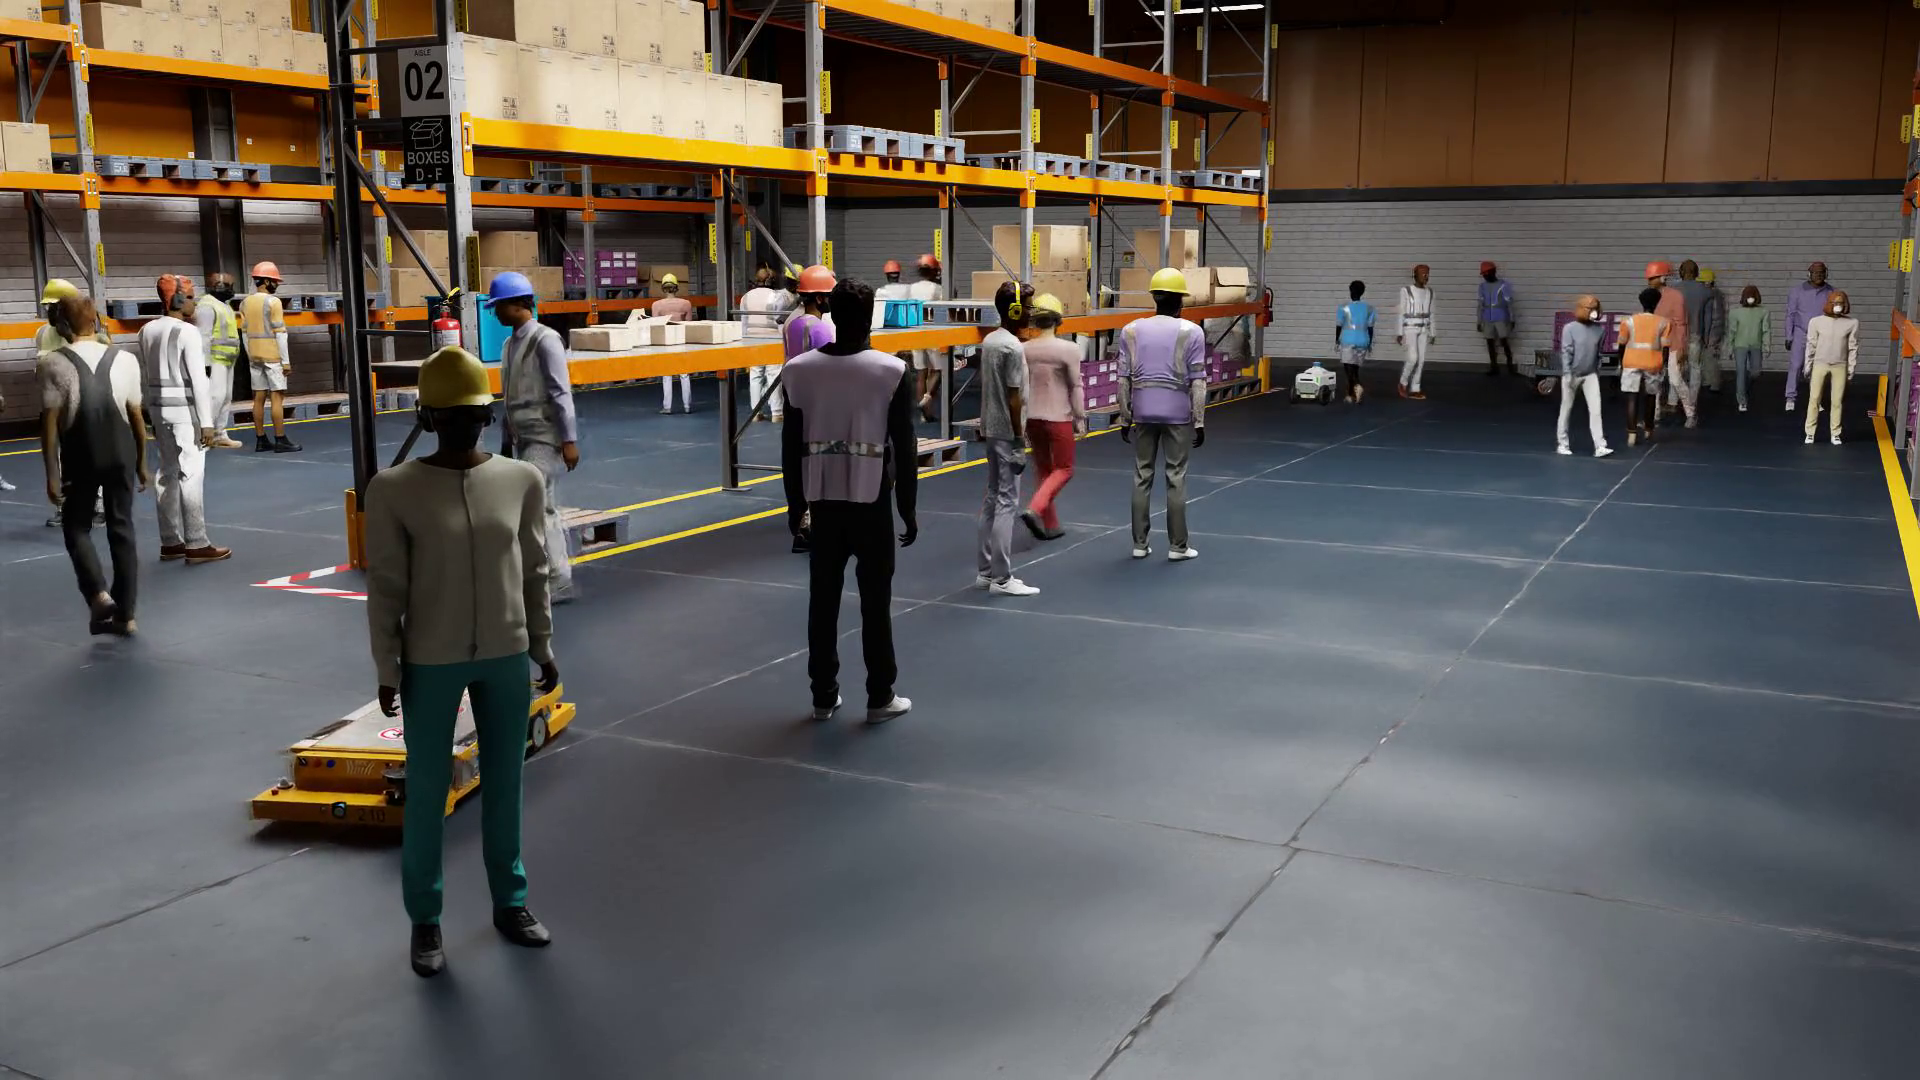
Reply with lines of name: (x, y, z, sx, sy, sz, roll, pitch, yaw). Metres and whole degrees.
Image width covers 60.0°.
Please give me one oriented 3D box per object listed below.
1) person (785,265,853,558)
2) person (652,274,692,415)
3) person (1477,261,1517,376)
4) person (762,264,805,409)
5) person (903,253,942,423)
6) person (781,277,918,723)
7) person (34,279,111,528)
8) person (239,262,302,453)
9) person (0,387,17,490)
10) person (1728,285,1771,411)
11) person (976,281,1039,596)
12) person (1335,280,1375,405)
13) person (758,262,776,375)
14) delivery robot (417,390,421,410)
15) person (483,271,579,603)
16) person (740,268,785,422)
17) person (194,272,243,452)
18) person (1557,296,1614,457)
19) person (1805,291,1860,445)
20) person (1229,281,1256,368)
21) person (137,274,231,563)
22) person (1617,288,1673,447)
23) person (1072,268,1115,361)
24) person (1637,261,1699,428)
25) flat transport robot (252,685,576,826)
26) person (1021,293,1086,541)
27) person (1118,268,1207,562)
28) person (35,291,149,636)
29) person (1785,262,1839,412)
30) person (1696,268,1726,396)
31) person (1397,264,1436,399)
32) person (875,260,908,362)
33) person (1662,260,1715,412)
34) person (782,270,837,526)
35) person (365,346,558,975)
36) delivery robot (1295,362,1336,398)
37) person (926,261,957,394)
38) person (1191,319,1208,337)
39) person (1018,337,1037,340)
person: (-0.953, -0.849, 11.086, 0.360, 1.939, 0.543, -6, 11, -30)
person: (-3.603, -2.447, 20.857, 0.522, 1.761, 0.327, -4, 11, -24)
person: (8.805, -3.625, 27.306, 0.644, 1.889, 0.608, -9, 13, -42)
person: (-2.174, -2.486, 20.707, 0.643, 1.885, 0.644, 2, 10, 12)
person: (-0.399, -2.372, 19.667, 0.606, 2.028, 0.501, 5, 11, 25)
person: (-0.472, -0.162, 7.167, 0.600, 1.917, 0.376, 3, 10, 15)
person: (-6.536, -0.997, 12.250, 0.601, 1.830, 0.403, 2, 10, 10)
person: (-7.013, -1.847, 16.892, 0.542, 1.930, 0.374, 5, 11, 25)
person: (-8.236, -1.194, 13.778, 0.489, 1.714, 0.884, 3, 10, 15)
person: (10.149, -2.479, 21.435, 0.510, 1.615, 0.619, 2, 10, 10)
person: (0.281, -0.592, 9.836, 0.311, 1.860, 0.503, -4, 10, -20)
person: (5.266, -2.587, 22.086, 0.530, 1.629, 0.782, -2, 10, -10)
person: (-3.218, -3.663, 27.579, 0.329, 1.872, 0.510, -6, 11, -30)
delivery robot: (-6.007, -1.660, 19.512, 0.707, 0.478, 0.477, 4, 11, 22)
person: (-2.481, -0.570, 9.552, 0.535, 1.913, 0.635, -8, 13, -39)
person: (-2.318, -2.327, 19.932, 0.624, 1.841, 0.430, 5, 11, 28)
person: (-7.652, -1.831, 17.106, 0.480, 1.823, 0.662, -1, 10, -5)
person: (6.188, -1.599, 16.437, 0.502, 1.594, 0.823, -1, 10, -8)
person: (9.209, -1.817, 17.596, 0.497, 1.629, 0.277, 4, 10, 20)
person: (4.338, -3.271, 26.050, 0.633, 1.605, 0.533, 2, 10, 10)
person: (-5.111, -0.789, 10.899, 0.582, 1.882, 0.338, 6, 11, 30)
person: (7.236, -1.832, 17.627, 0.539, 1.640, 0.896, 4, 11, 21)
person: (1.833, -2.843, 22.943, 0.626, 1.836, 0.428, 0, 10, -2)
person: (8.235, -2.255, 19.267, 0.799, 1.937, 0.626, -4, 10, -20)
flat transport robot: (-2.065, 0.781, 6.474, 0.652, 0.197, 1.431, 1, 10, 8)
person: (0.603, -0.838, 11.567, 0.553, 1.740, 0.560, 7, 12, 35)
person: (1.335, -0.819, 10.954, 0.591, 1.922, 0.380, 5, 11, 26)
person: (-4.497, -0.378, 8.685, 0.535, 1.827, 0.449, -9, 13, -41)
person: (10.883, -2.588, 21.247, 0.639, 1.909, 0.406, 2, 10, 12)
person: (10.590, -2.928, 23.514, 0.516, 1.800, 0.609, 6, 11, 31)
person: (6.322, -2.862, 22.959, 0.600, 1.860, 0.415, -4, 11, -22)
person: (-0.906, -2.884, 22.913, 0.566, 1.919, 0.515, -2, 10, -13)
person: (9.246, -2.593, 21.198, 0.628, 1.935, 0.373, 0, 10, 1)
person: (-1.004, -1.001, 12.067, 0.401, 1.904, 0.651, -8, 12, -38)
person: (-1.397, 0.336, 4.727, 0.533, 1.767, 0.323, -7, 12, -36)
delivery robot: (4.767, -2.136, 22.267, 0.477, 0.478, 0.707, 6, 11, 32)
person: (-0.323, -3.028, 23.687, 0.673, 1.942, 0.712, 2, 10, 13)
person: (3.725, -3.346, 25.698, 0.900, 1.899, 0.664, 0, 10, 1)
person: (1.021, -3.059, 23.654, 0.661, 2.019, 0.522, 5, 11, 28)
